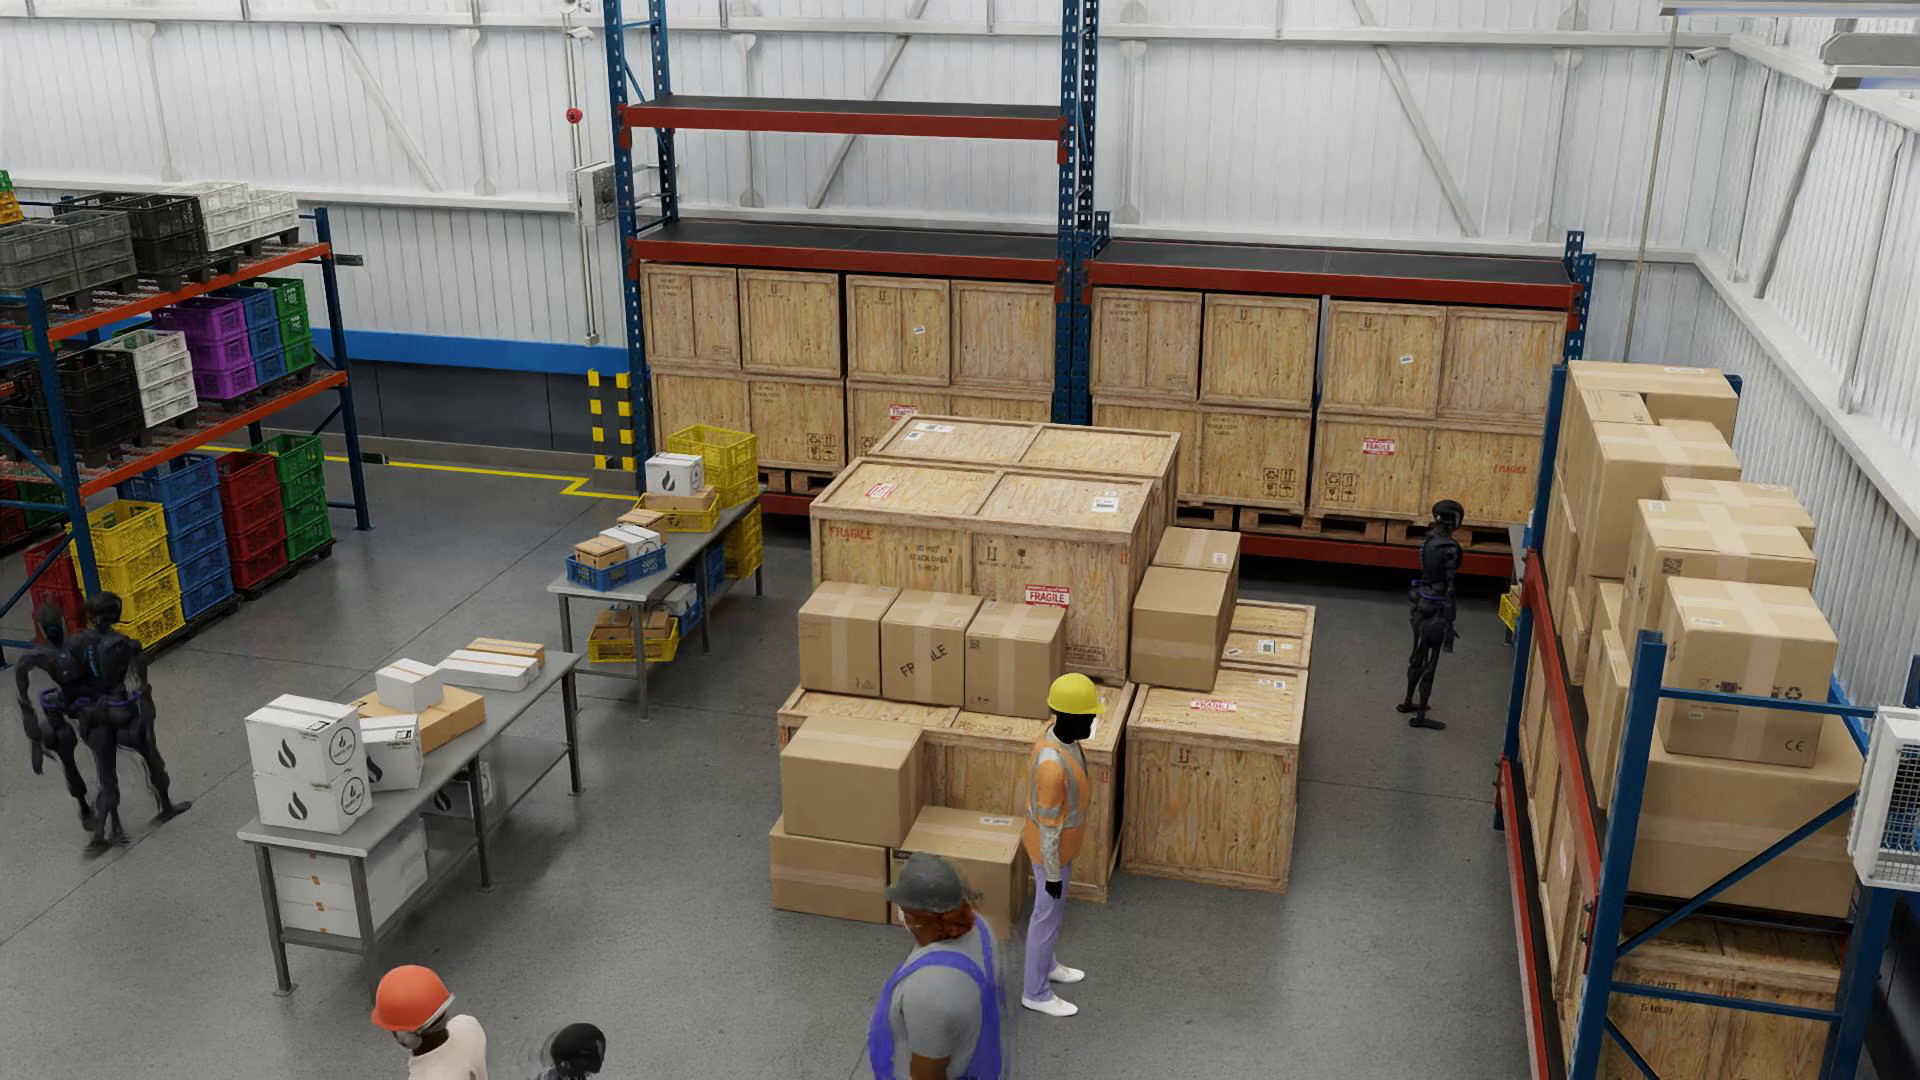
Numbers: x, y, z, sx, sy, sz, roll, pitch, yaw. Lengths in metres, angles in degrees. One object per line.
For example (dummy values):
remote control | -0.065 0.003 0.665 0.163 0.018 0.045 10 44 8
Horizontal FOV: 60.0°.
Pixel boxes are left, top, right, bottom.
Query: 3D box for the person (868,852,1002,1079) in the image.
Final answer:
person | -0.169 2.168 6.895 0.870 2.000 0.711 9 23 22

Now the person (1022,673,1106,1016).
person | 0.532 1.570 8.637 0.401 1.920 0.588 4 21 10

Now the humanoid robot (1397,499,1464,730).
humanoid robot | 3.350 0.499 11.747 0.324 1.657 0.593 -1 21 -3

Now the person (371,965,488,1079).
person | -1.919 2.447 6.241 0.387 1.986 0.608 0 21 0

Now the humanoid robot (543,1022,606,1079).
humanoid robot | -1.490 2.599 6.345 0.765 1.619 0.597 -13 25 -31

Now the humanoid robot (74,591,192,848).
humanoid robot | -5.230 1.097 10.268 0.589 1.650 0.688 4 21 10

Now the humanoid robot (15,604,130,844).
humanoid robot | -5.391 1.119 10.189 0.603 1.615 0.767 -14 25 -32
